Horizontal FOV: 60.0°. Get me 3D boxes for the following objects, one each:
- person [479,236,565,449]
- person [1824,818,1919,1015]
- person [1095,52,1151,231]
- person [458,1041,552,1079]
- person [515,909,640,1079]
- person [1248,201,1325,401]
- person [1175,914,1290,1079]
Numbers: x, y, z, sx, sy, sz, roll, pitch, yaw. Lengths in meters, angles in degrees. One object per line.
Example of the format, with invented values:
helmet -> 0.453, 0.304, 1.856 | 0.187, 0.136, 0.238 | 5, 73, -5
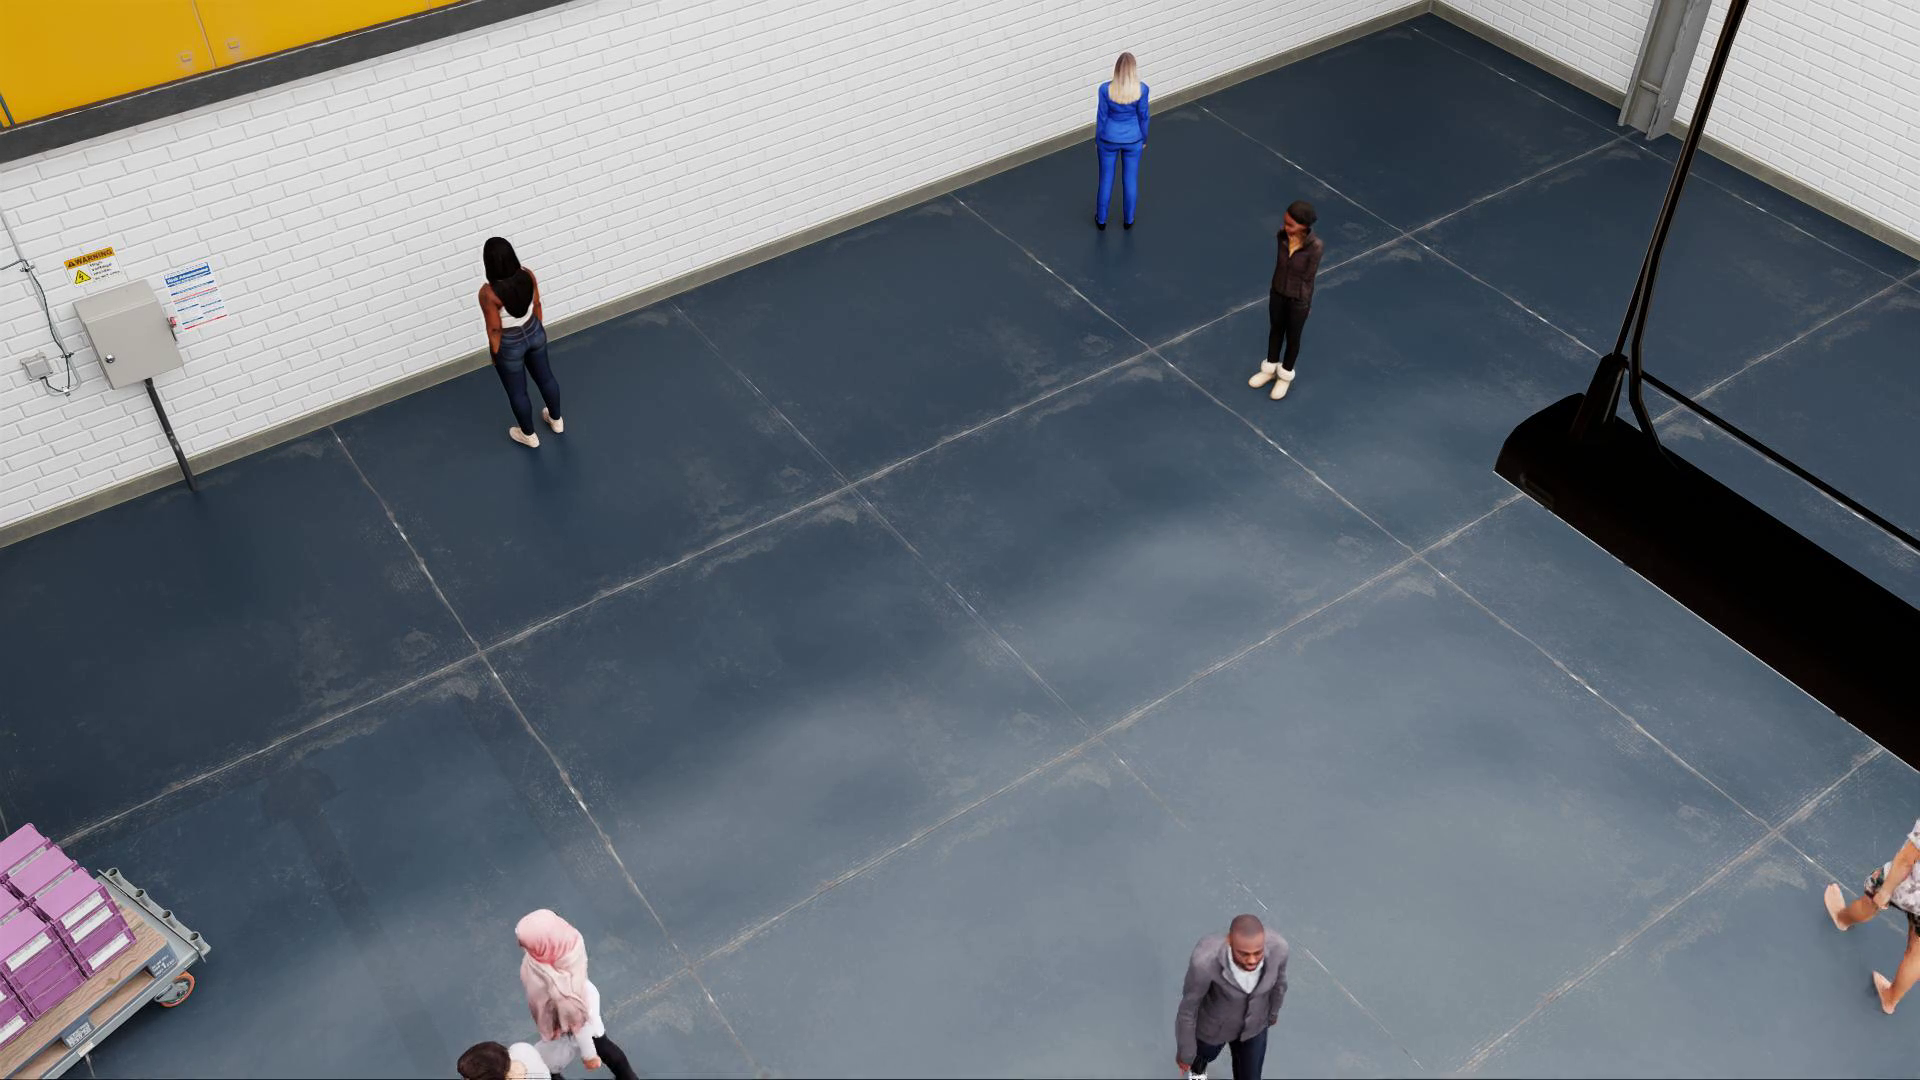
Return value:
person -> -3.288, -1.484, 12.423 | 0.658, 1.810, 0.682 | 34, 53, 30
person -> 5.193, 1.911, 8.877 | 1.067, 1.786, 1.143 | 5, 44, 5
person -> 1.412, -3.495, 14.613 | 0.708, 1.701, 0.741 | 1, 44, 1
person -> -1.907, 2.837, 7.876 | 0.881, 1.826, 0.808 | 0, 44, 0
person -> -1.844, 2.397, 8.371 | 0.875, 1.781, 0.885 | -10, 44, -10
person -> 2.591, -1.917, 12.984 | 0.690, 1.664, 0.636 | -9, 44, -9
person -> 1.332, 2.352, 8.410 | 0.993, 1.792, 1.115 | -6, 44, -6
